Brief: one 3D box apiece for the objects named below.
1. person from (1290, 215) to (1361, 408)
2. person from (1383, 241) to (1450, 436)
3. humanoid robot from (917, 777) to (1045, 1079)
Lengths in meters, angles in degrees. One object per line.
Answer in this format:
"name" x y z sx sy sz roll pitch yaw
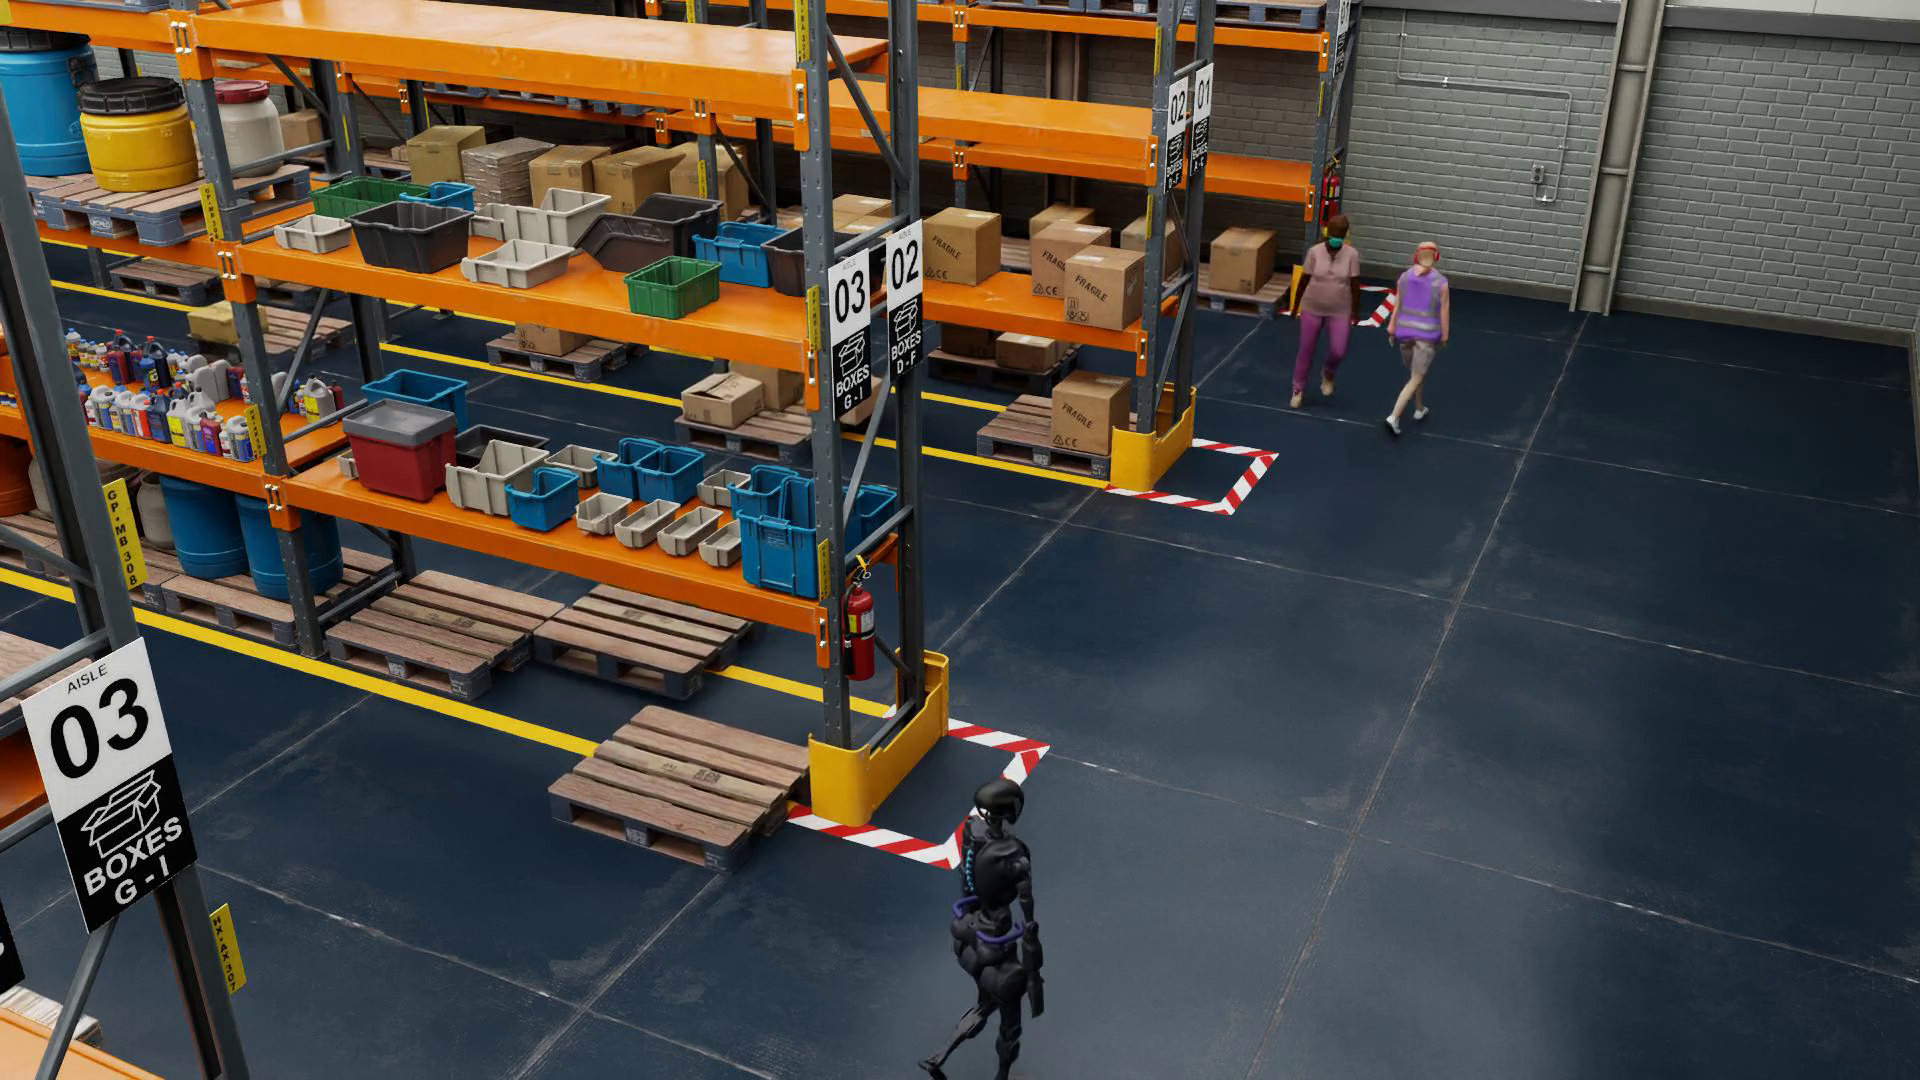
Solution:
"person" 3.229 -2.019 14.687 0.620 1.774 0.443 5 27 10
"person" 3.889 -1.725 14.237 0.509 1.644 0.828 22 34 37
"humanoid robot" 0.092 1.768 7.134 0.510 1.638 0.589 -16 30 -29
